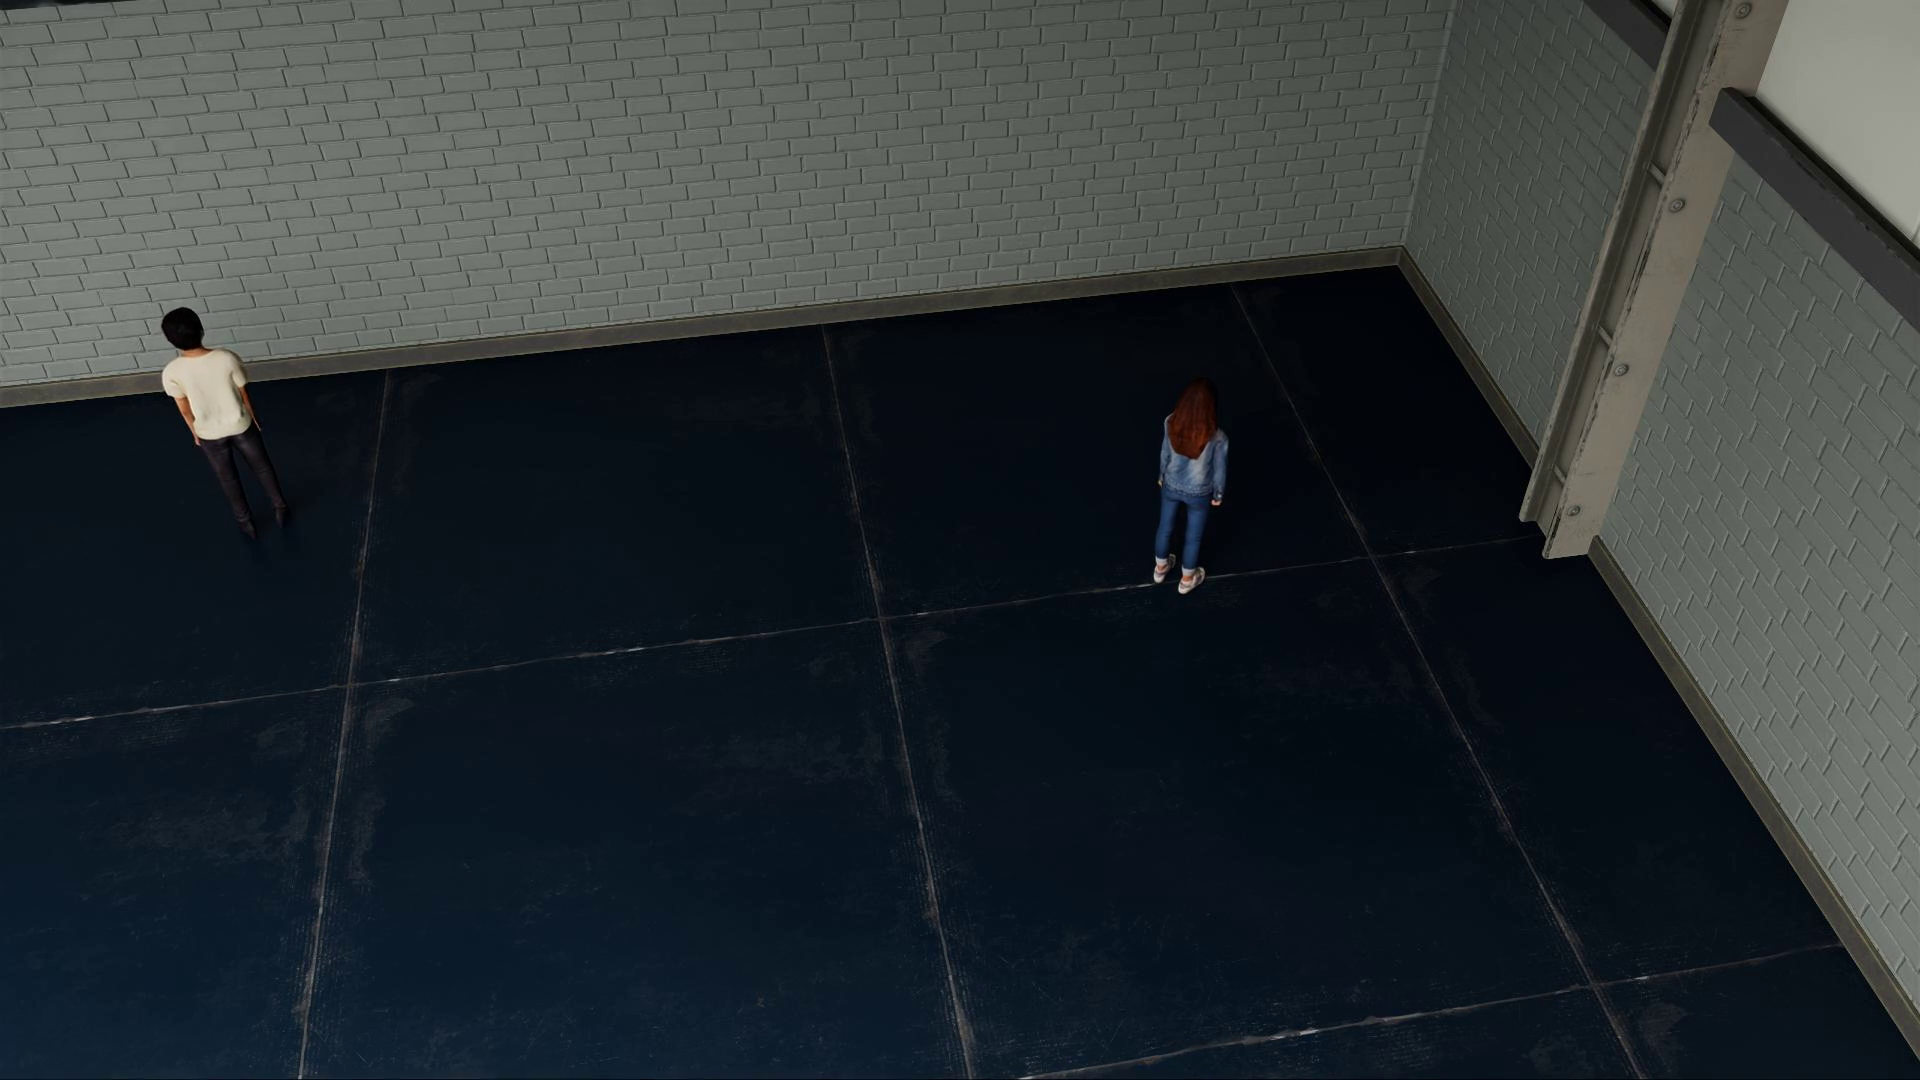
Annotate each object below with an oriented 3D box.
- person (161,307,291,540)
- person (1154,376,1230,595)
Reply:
[{"bbox_3d":[-4.293,-0.665,9.714,0.646,1.589,0.592,-21,47,-21],"label":"person"},{"bbox_3d":[1.285,-0.306,9.412,0.626,1.475,0.667,20,47,20],"label":"person"}]
